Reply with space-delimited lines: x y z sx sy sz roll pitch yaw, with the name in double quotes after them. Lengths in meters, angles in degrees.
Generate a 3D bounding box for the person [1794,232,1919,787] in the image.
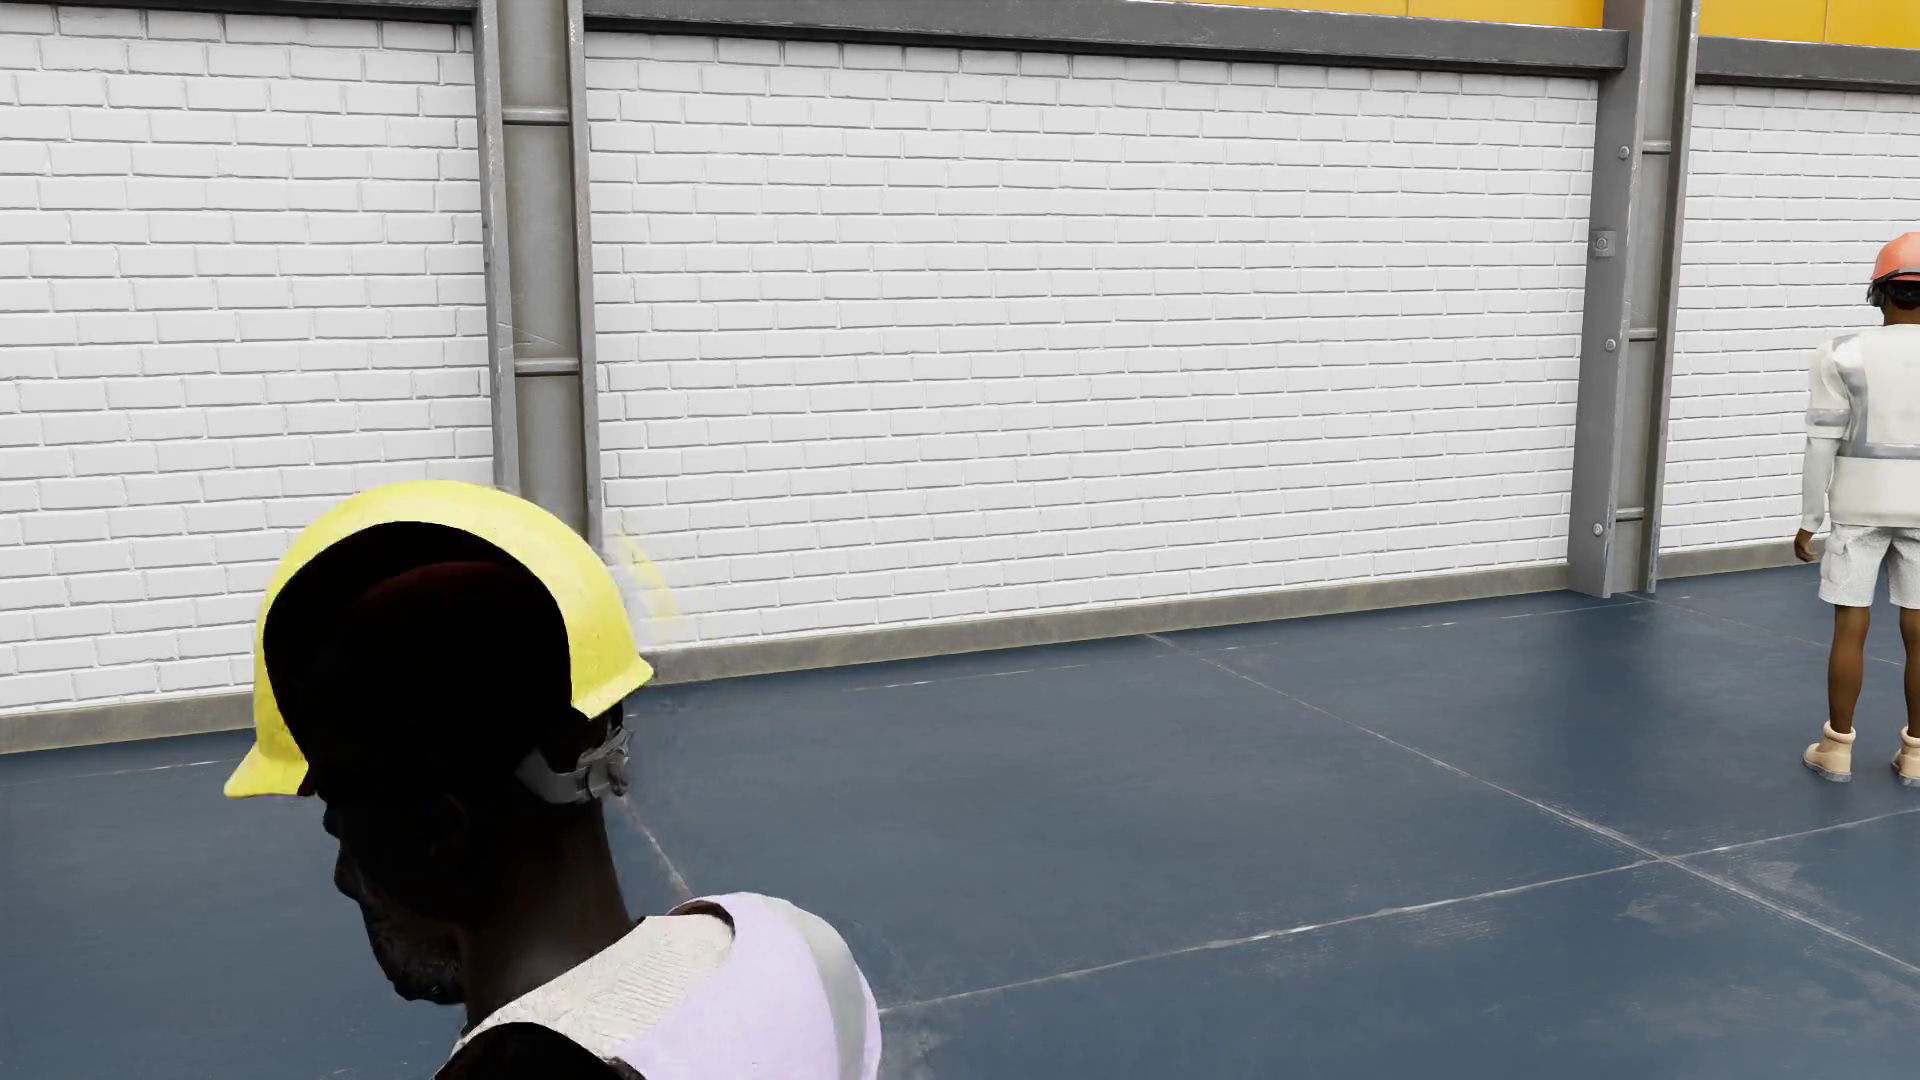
3.431 -0.104 6.168 0.608 2.045 0.391 3 11 17 "person"

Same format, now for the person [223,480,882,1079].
-0.254 0.888 1.198 0.934 1.877 0.585 4 11 19 "person"
